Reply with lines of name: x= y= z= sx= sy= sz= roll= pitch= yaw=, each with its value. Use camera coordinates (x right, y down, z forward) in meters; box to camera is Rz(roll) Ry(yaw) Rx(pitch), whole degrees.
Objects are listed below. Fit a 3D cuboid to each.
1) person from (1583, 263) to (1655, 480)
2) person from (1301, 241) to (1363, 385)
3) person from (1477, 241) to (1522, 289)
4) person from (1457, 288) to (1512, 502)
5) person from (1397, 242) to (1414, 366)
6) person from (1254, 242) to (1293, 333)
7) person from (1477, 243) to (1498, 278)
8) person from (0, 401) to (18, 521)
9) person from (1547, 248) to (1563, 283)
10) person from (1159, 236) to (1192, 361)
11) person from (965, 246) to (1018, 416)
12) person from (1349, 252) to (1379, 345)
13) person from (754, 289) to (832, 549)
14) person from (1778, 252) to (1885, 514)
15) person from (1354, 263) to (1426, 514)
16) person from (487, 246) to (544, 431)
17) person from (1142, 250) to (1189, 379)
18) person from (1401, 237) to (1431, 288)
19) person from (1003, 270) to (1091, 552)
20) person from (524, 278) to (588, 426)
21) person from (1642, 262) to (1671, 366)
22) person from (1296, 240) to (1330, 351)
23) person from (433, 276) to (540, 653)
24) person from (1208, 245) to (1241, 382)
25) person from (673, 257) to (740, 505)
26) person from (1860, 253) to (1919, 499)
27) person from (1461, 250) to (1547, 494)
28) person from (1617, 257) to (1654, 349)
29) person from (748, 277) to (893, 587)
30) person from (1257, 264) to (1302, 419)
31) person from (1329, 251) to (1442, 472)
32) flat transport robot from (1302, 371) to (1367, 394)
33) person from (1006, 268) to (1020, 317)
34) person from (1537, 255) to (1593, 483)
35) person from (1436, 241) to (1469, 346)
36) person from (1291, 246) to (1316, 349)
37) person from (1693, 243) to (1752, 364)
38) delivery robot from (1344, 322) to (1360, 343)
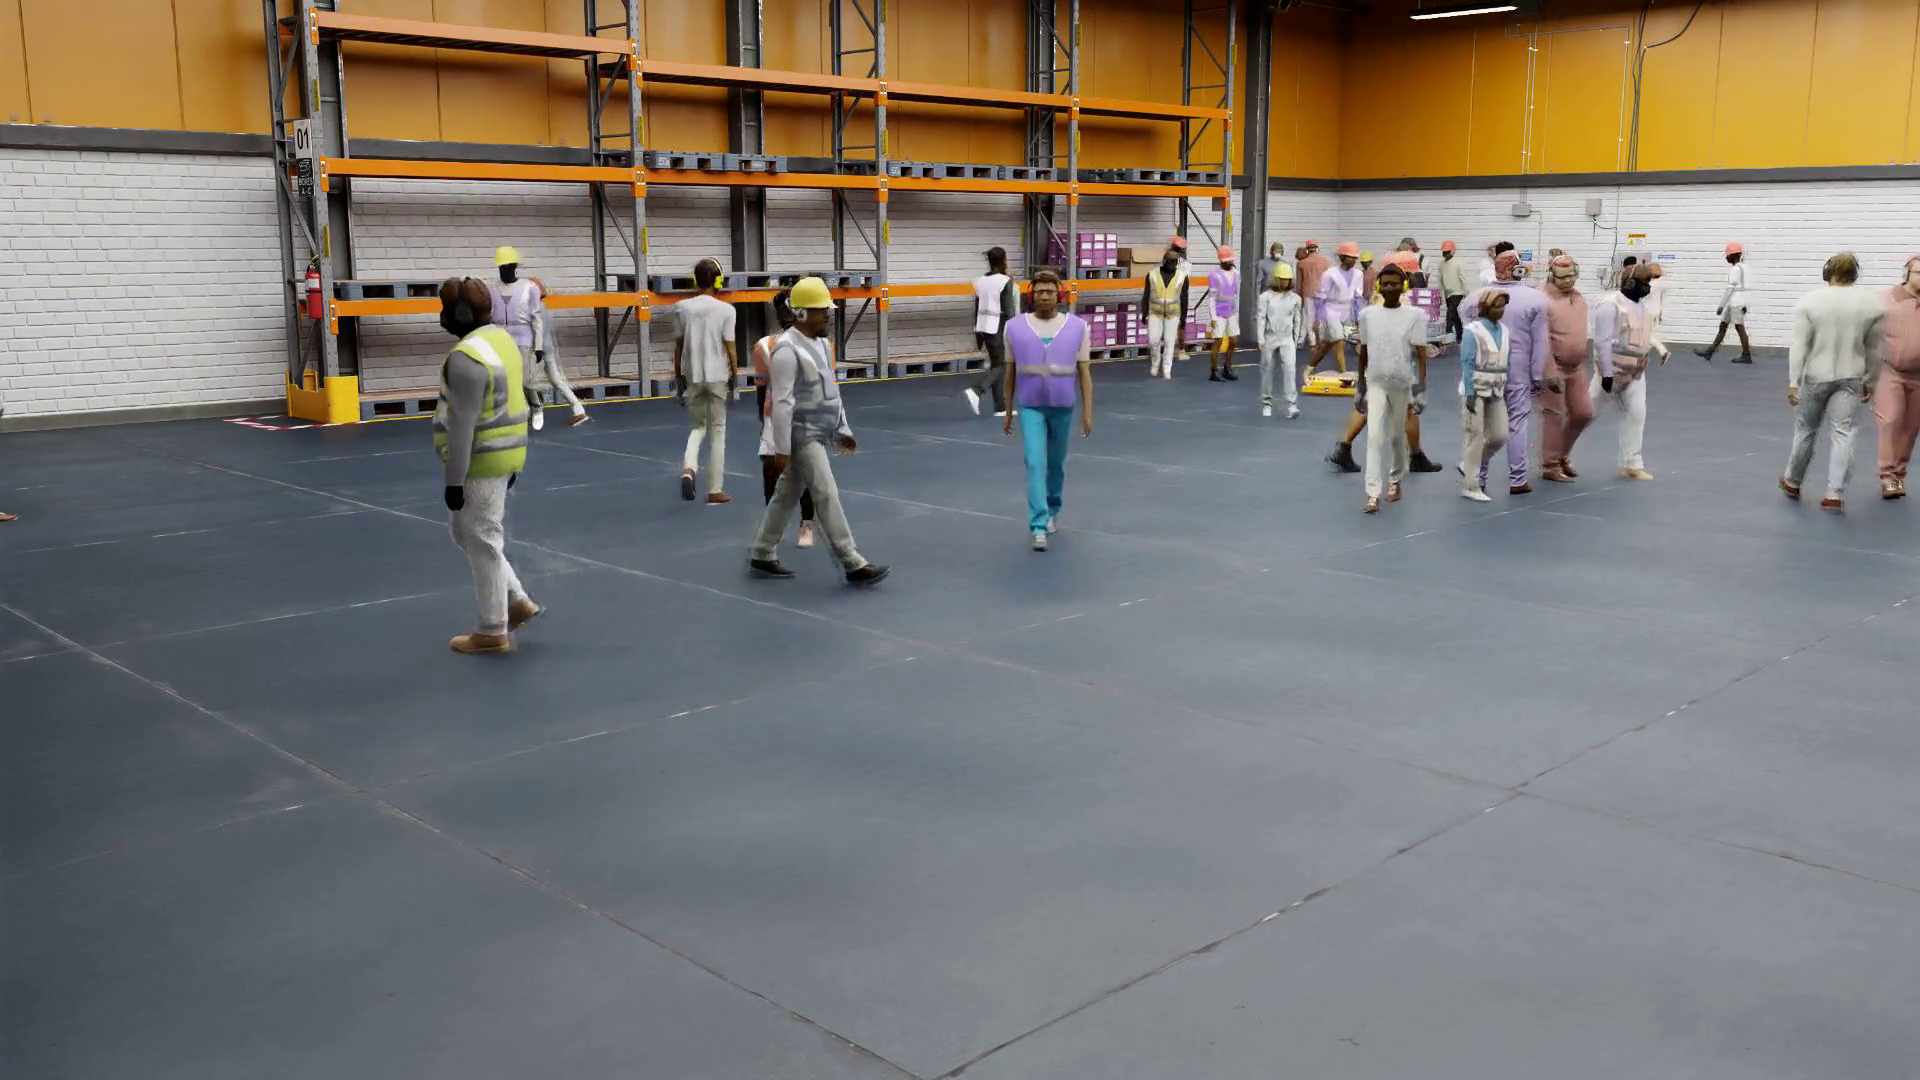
person: x=5.447 y=-1.423 z=14.010 sx=0.643 sy=1.813 sz=0.912 roll=-6 pitch=12 yaw=-30
person: x=4.916 y=-2.958 z=21.972 sx=0.590 sy=1.961 sz=1.151 roll=-7 pitch=12 yaw=-32
person: x=6.682 y=-2.677 z=20.400 sx=0.618 sy=1.933 sz=0.802 roll=-5 pitch=11 yaw=-24
person: x=3.992 y=-1.113 z=12.755 sx=0.517 sy=1.626 sz=0.416 roll=-5 pitch=12 yaw=-27
person: x=6.659 y=-3.601 z=25.536 sx=0.700 sy=1.918 sz=0.628 roll=0 pitch=10 yaw=-1
person: x=5.413 y=-4.198 z=28.780 sx=0.640 sy=1.915 sz=0.668 roll=2 pitch=11 yaw=8
person: x=9.492 y=-4.328 z=29.594 sx=0.611 sy=1.871 sz=0.670 roll=7 pitch=13 yaw=35
person: x=-6.975 y=-1.047 z=11.766 sx=0.503 sy=1.859 sz=0.342 roll=7 pitch=13 yaw=35
person: x=10.114 y=-4.019 z=28.100 sx=0.894 sy=1.815 sz=0.521 roll=6 pitch=12 yaw=29
person: x=3.401 y=-3.843 z=26.576 sx=0.621 sy=2.022 sz=0.868 roll=9 pitch=14 yaw=40
person: x=0.360 y=-2.301 z=18.476 sx=0.714 sy=1.899 sz=0.602 roll=-7 pitch=13 yaw=-34
person: x=7.546 y=-4.452 z=30.732 sx=0.945 sy=1.701 sz=0.548 roll=-6 pitch=12 yaw=-31
person: x=-1.065 y=-0.751 z=10.634 sx=0.539 sy=1.682 sz=0.525 roll=0 pitch=10 yaw=2
person: x=6.468 y=-1.182 z=12.390 sx=0.661 sy=1.886 sz=1.005 roll=2 pitch=11 yaw=11
person: x=3.210 y=-1.142 z=12.383 sx=0.538 sy=1.827 sz=0.967 roll=4 pitch=11 yaw=20
person: x=-4.456 y=-1.975 z=16.651 sx=0.588 sy=1.915 sz=0.491 roll=2 pitch=11 yaw=10
person: x=2.895 y=-3.165 z=23.427 sx=0.649 sy=1.814 sz=0.442 roll=1 pitch=10 yaw=7
person: x=8.325 y=-4.584 z=30.541 sx=0.723 sy=2.000 sz=0.867 roll=-3 pitch=11 yaw=-16
person: x=0.576 y=-0.880 z=11.007 sx=0.580 sy=1.805 sz=0.945 roll=0 pitch=10 yaw=0
person: x=-4.362 y=-1.962 z=17.491 sx=0.872 sy=1.585 sz=0.504 roll=-1 pitch=10 yaw=-7
person: x=10.667 y=-3.462 z=25.581 sx=0.504 sy=1.608 sz=0.709 roll=-6 pitch=12 yaw=-31
person: x=6.287 y=-4.332 z=29.467 sx=0.675 sy=1.929 sz=0.878 roll=2 pitch=11 yaw=12
person: x=-2.322 y=-0.349 z=8.021 sx=0.451 sy=1.829 sz=0.656 roll=0 pitch=10 yaw=1
person: x=3.627 y=-3.116 z=22.931 sx=0.559 sy=1.890 sz=0.580 roll=-6 pitch=12 yaw=-28
person: x=-1.904 y=-1.170 z=12.409 sx=0.541 sy=1.859 sz=0.469 roll=3 pitch=11 yaw=14
person: x=7.266 y=-1.230 z=12.687 sx=0.680 sy=1.873 sz=0.862 roll=3 pitch=11 yaw=14
person: x=4.268 y=-1.312 z=13.076 sx=0.642 sy=1.905 sz=0.399 roll=6 pitch=12 yaw=28
person: x=11.529 y=-4.040 z=28.626 sx=0.872 sy=1.644 sz=0.545 roll=8 pitch=13 yaw=38
person: x=-0.852 y=-0.618 z=9.627 sx=0.924 sy=1.787 sz=0.601 roll=2 pitch=11 yaw=12
person: x=3.525 y=-2.178 z=18.357 sx=0.504 sy=1.701 sz=0.888 roll=0 pitch=10 yaw=-1
person: x=3.634 y=-1.505 z=14.149 sx=0.962 sy=1.900 sz=0.550 roll=-2 pitch=11 yaw=-11
flat transport robot: x=4.946 y=-2.051 z=21.559 sx=0.652 sy=0.197 sz=1.431 roll=5 pitch=12 yaw=26
person: x=0.581 y=-3.068 z=23.378 sx=0.532 sy=1.620 sz=0.329 roll=-1 pitch=10 yaw=-4
person: x=4.917 y=-1.381 z=13.591 sx=0.676 sy=1.872 sz=0.430 roll=-6 pitch=12 yaw=-30
person: x=9.025 y=-4.504 z=30.447 sx=0.875 sy=1.931 sz=0.644 roll=-5 pitch=12 yaw=-26
person: x=6.189 y=-4.388 z=30.035 sx=0.587 sy=1.855 sz=0.796 roll=5 pitch=11 yaw=23
person: x=12.171 y=-3.752 z=26.411 sx=0.978 sy=1.884 sz=0.563 roll=7 pitch=12 yaw=33
delivery robot: x=7.100 y=-3.682 z=29.418 sx=0.707 sy=0.478 sz=0.477 roll=1 pitch=10 yaw=3
